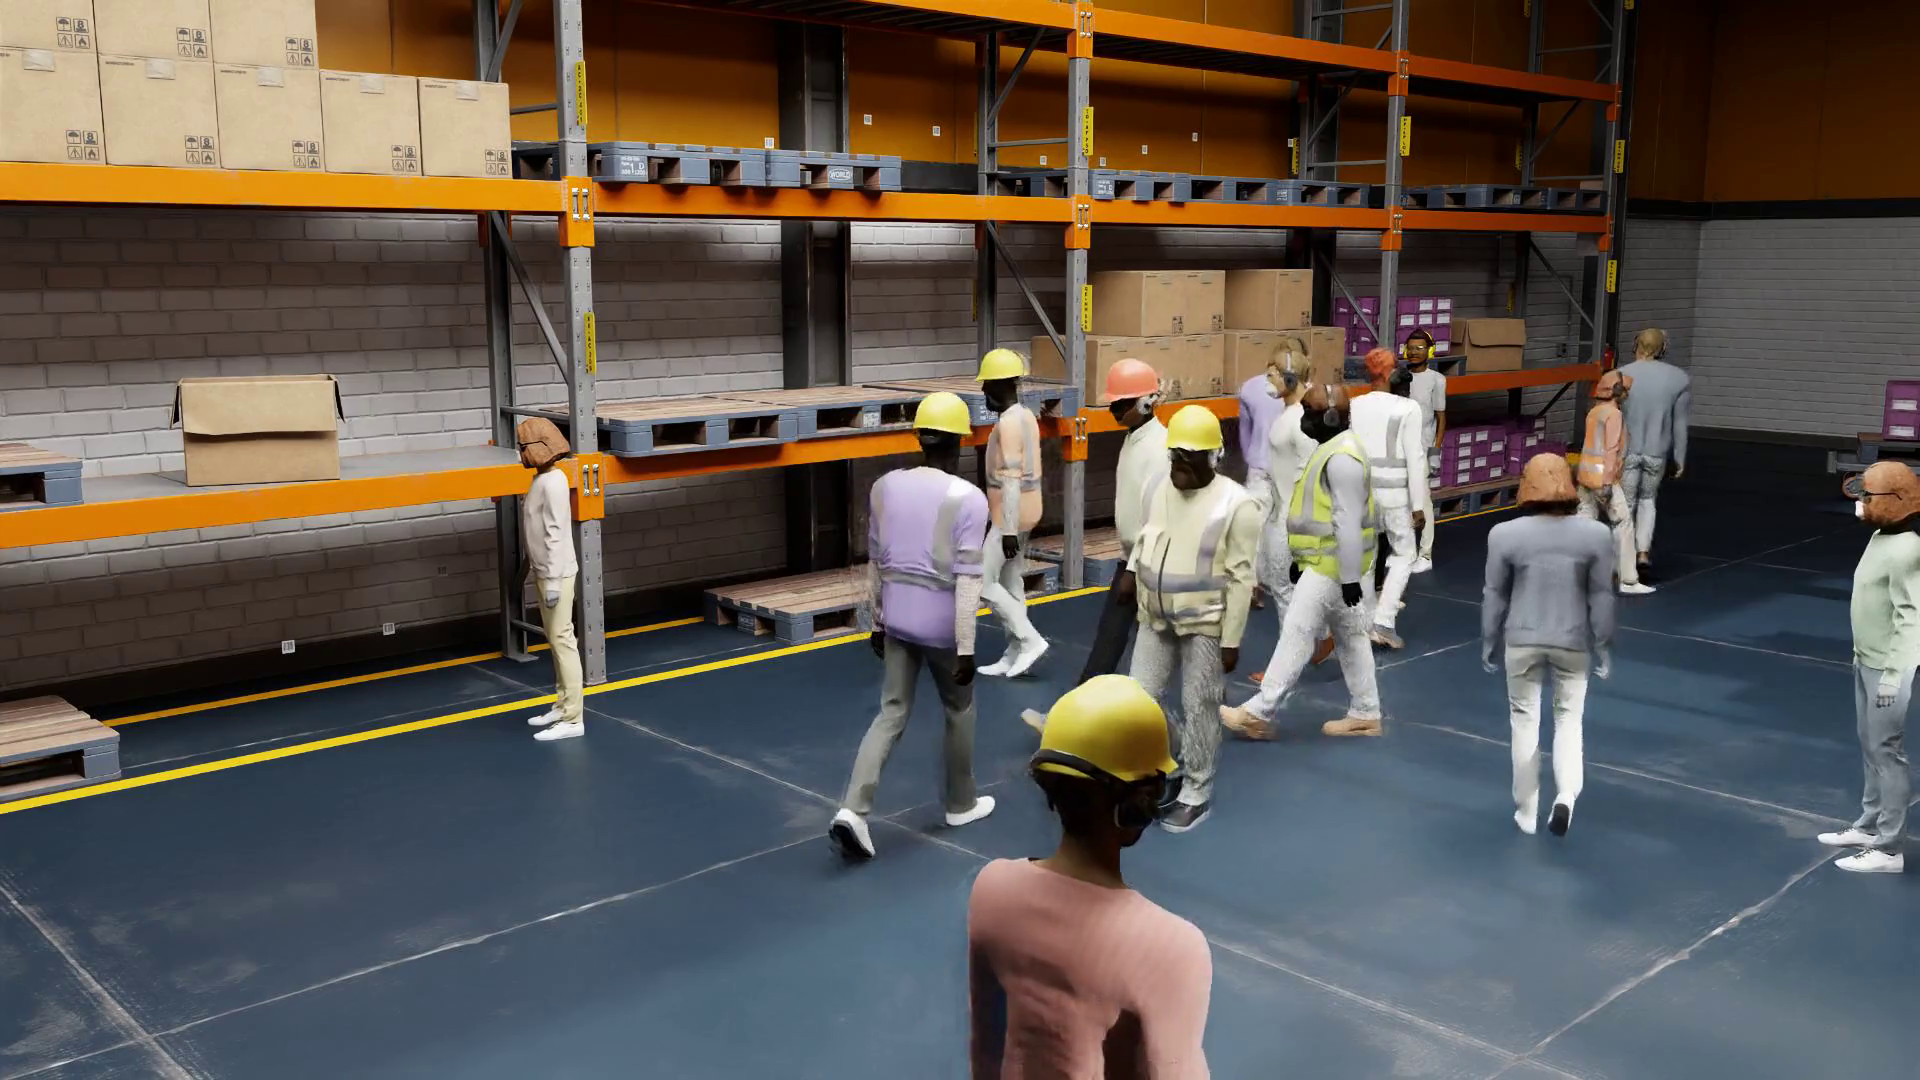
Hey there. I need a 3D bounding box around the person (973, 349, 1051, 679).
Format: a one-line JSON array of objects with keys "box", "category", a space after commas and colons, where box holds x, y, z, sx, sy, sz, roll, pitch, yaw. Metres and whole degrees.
[{"box": [0.262, -0.136, 9.507, 0.411, 1.908, 0.621, 1, 10, 9], "category": "person"}]

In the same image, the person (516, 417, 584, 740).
[{"box": [-2.079, 0.192, 8.431, 0.272, 1.627, 0.502, -4, 10, -22], "category": "person"}]

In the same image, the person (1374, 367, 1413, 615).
[{"box": [2.889, -0.328, 11.275, 0.319, 1.693, 0.532, 6, 11, 31], "category": "person"}]

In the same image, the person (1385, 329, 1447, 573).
[{"box": [3.500, -0.687, 12.847, 0.323, 1.875, 0.530, -6, 12, -33], "category": "person"}]

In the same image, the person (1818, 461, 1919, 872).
[{"box": [3.646, 0.501, 6.598, 0.268, 1.631, 0.507, 3, 10, 17], "category": "person"}]

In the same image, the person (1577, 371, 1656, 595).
[{"box": [4.689, -0.398, 11.901, 0.738, 1.605, 0.531, 0, 10, 1], "category": "person"}]

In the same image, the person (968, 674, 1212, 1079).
[{"box": [0.206, 1.090, 2.776, 0.421, 1.746, 0.544, -9, 13, -43], "category": "person"}]

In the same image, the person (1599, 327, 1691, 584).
[{"box": [5.032, -0.620, 12.357, 0.687, 1.910, 0.453, 1, 10, 8], "category": "person"}]

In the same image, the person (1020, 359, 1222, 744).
[{"box": [0.843, 0.098, 8.073, 1.053, 1.925, 0.641, -3, 10, -15], "category": "person"}]

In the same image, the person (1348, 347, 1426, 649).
[{"box": [2.614, -0.255, 10.316, 0.610, 1.878, 0.413, 10, 14, 44], "category": "person"}]

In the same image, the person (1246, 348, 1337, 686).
[{"box": [1.923, -0.111, 9.338, 0.522, 1.921, 0.637, 1, 10, 4], "category": "person"}]

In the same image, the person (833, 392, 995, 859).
[{"box": [-0.188, 0.342, 6.797, 0.629, 1.883, 0.933, 7, 12, 34], "category": "person"}]

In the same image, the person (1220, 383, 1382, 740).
[{"box": [1.722, 0.121, 8.332, 0.923, 1.800, 0.643, 2, 10, 11], "category": "person"}]

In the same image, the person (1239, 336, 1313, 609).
[{"box": [2.197, -0.471, 11.560, 0.628, 1.891, 1.015, 4, 11, 25], "category": "person"}]

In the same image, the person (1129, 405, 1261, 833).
[{"box": [0.955, 0.334, 7.007, 0.604, 1.820, 0.422, 9, 13, 42], "category": "person"}]

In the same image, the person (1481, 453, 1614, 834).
[{"box": [2.440, 0.453, 6.930, 0.528, 1.615, 0.452, 3, 10, 15], "category": "person"}]
